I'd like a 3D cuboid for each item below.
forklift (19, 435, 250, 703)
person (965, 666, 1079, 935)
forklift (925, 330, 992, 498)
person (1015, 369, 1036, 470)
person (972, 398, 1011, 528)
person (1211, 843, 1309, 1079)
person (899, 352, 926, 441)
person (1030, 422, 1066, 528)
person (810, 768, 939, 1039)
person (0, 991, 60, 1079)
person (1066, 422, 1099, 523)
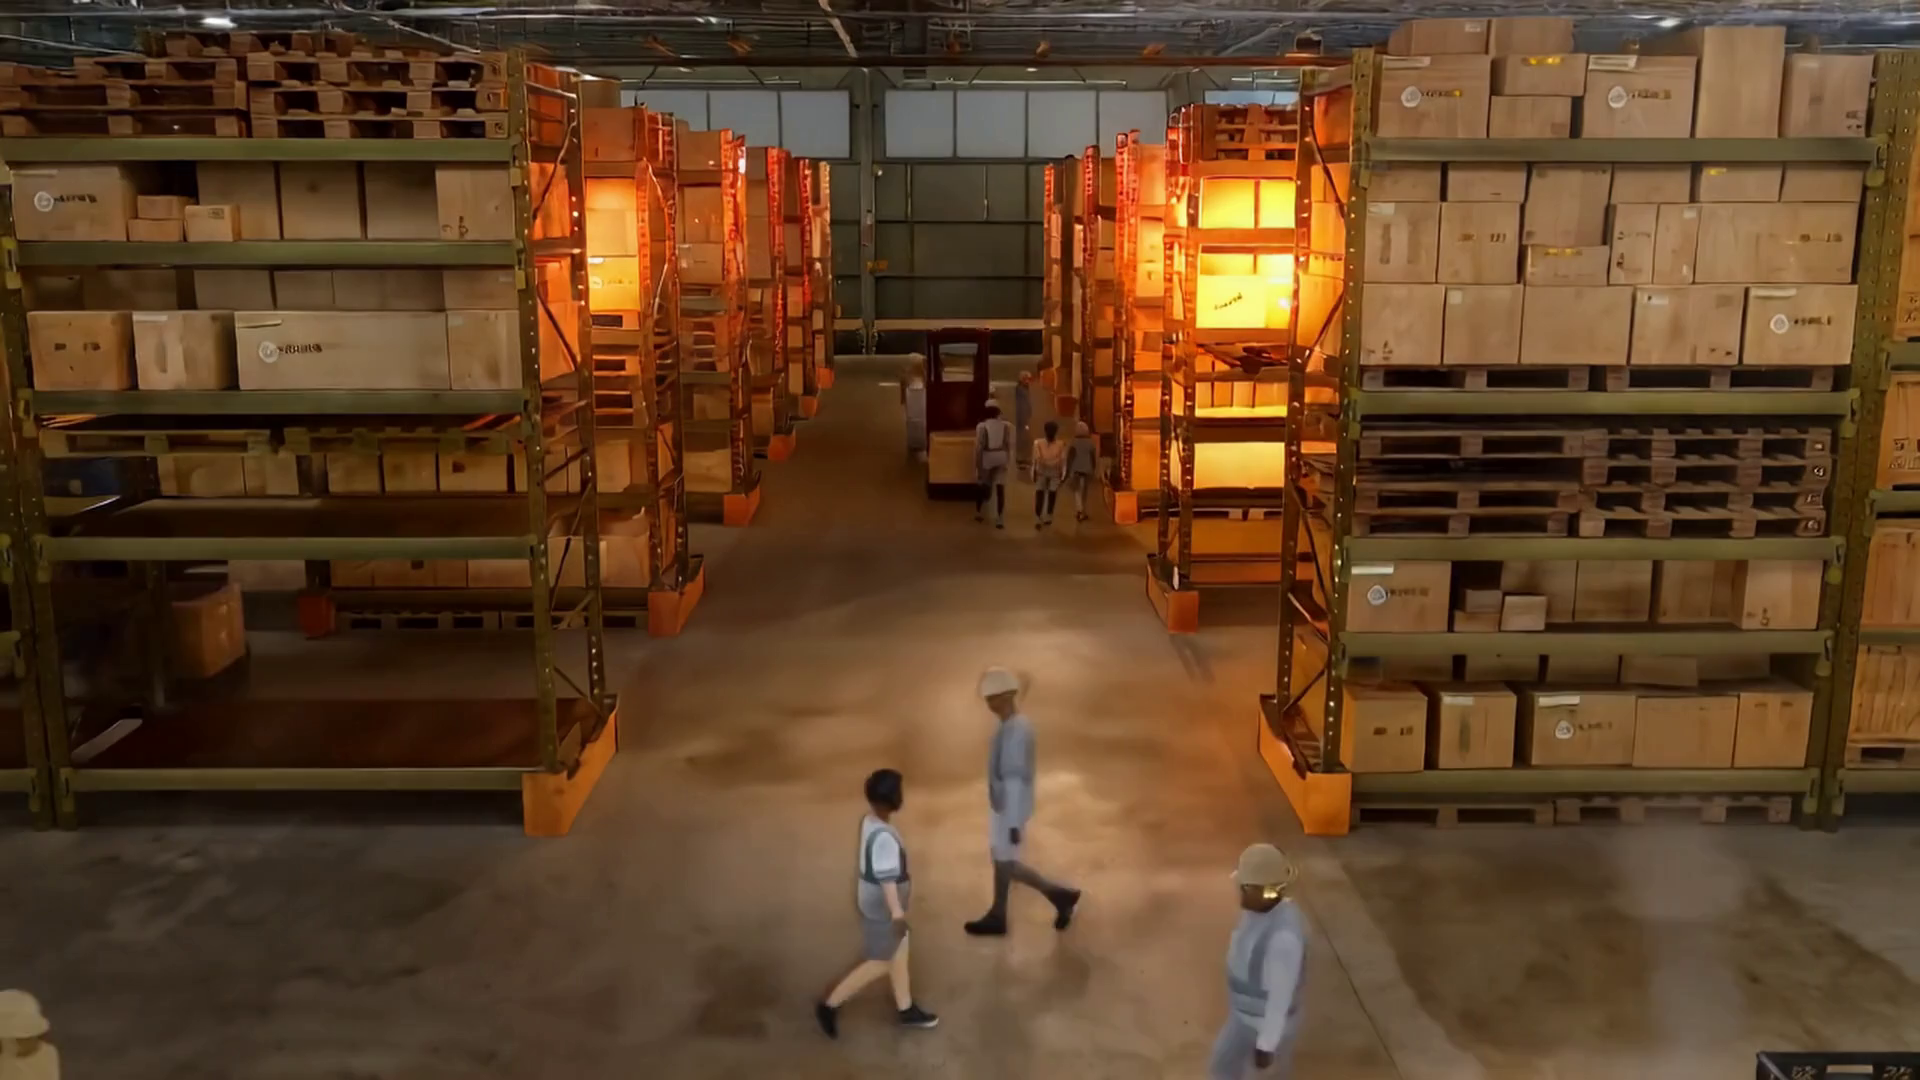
[{"bbox_3d":[-8.389,0.189,16.764,1.873,2.768,1.129,0,11,-1],"label":"forklift"},{"bbox_3d":[0.430,1.792,11.275,0.728,1.900,0.583,1,11,3],"label":"person"},{"bbox_3d":[-0.031,-2.212,28.663,1.129,2.768,1.873,0,11,-2],"label":"forklift"},{"bbox_3d":[1.247,-2.285,31.499,0.397,1.900,0.635,-1,11,-5],"label":"person"},{"bbox_3d":[0.476,-1.221,26.002,0.603,1.982,1.006,-3,12,-16],"label":"person"},{"bbox_3d":[1.482,2.401,8.451,0.630,1.807,0.621,-1,11,-7],"label":"person"},{"bbox_3d":[-0.948,-2.972,34.905,0.672,1.909,0.500,-1,11,-5],"label":"person"},{"bbox_3d":[1.341,-1.001,25.695,0.562,1.649,0.822,2,12,10],"label":"person"},{"bbox_3d":[-0.515,2.170,9.919,0.733,1.677,0.532,-1,11,-5],"label":"person"},{"bbox_3d":[-4.060,2.720,7.115,0.904,1.723,0.529,1,11,6],"label":"person"},{"bbox_3d":[1.911,-1.037,25.967,0.513,1.616,0.583,0,11,-1],"label":"person"}]
